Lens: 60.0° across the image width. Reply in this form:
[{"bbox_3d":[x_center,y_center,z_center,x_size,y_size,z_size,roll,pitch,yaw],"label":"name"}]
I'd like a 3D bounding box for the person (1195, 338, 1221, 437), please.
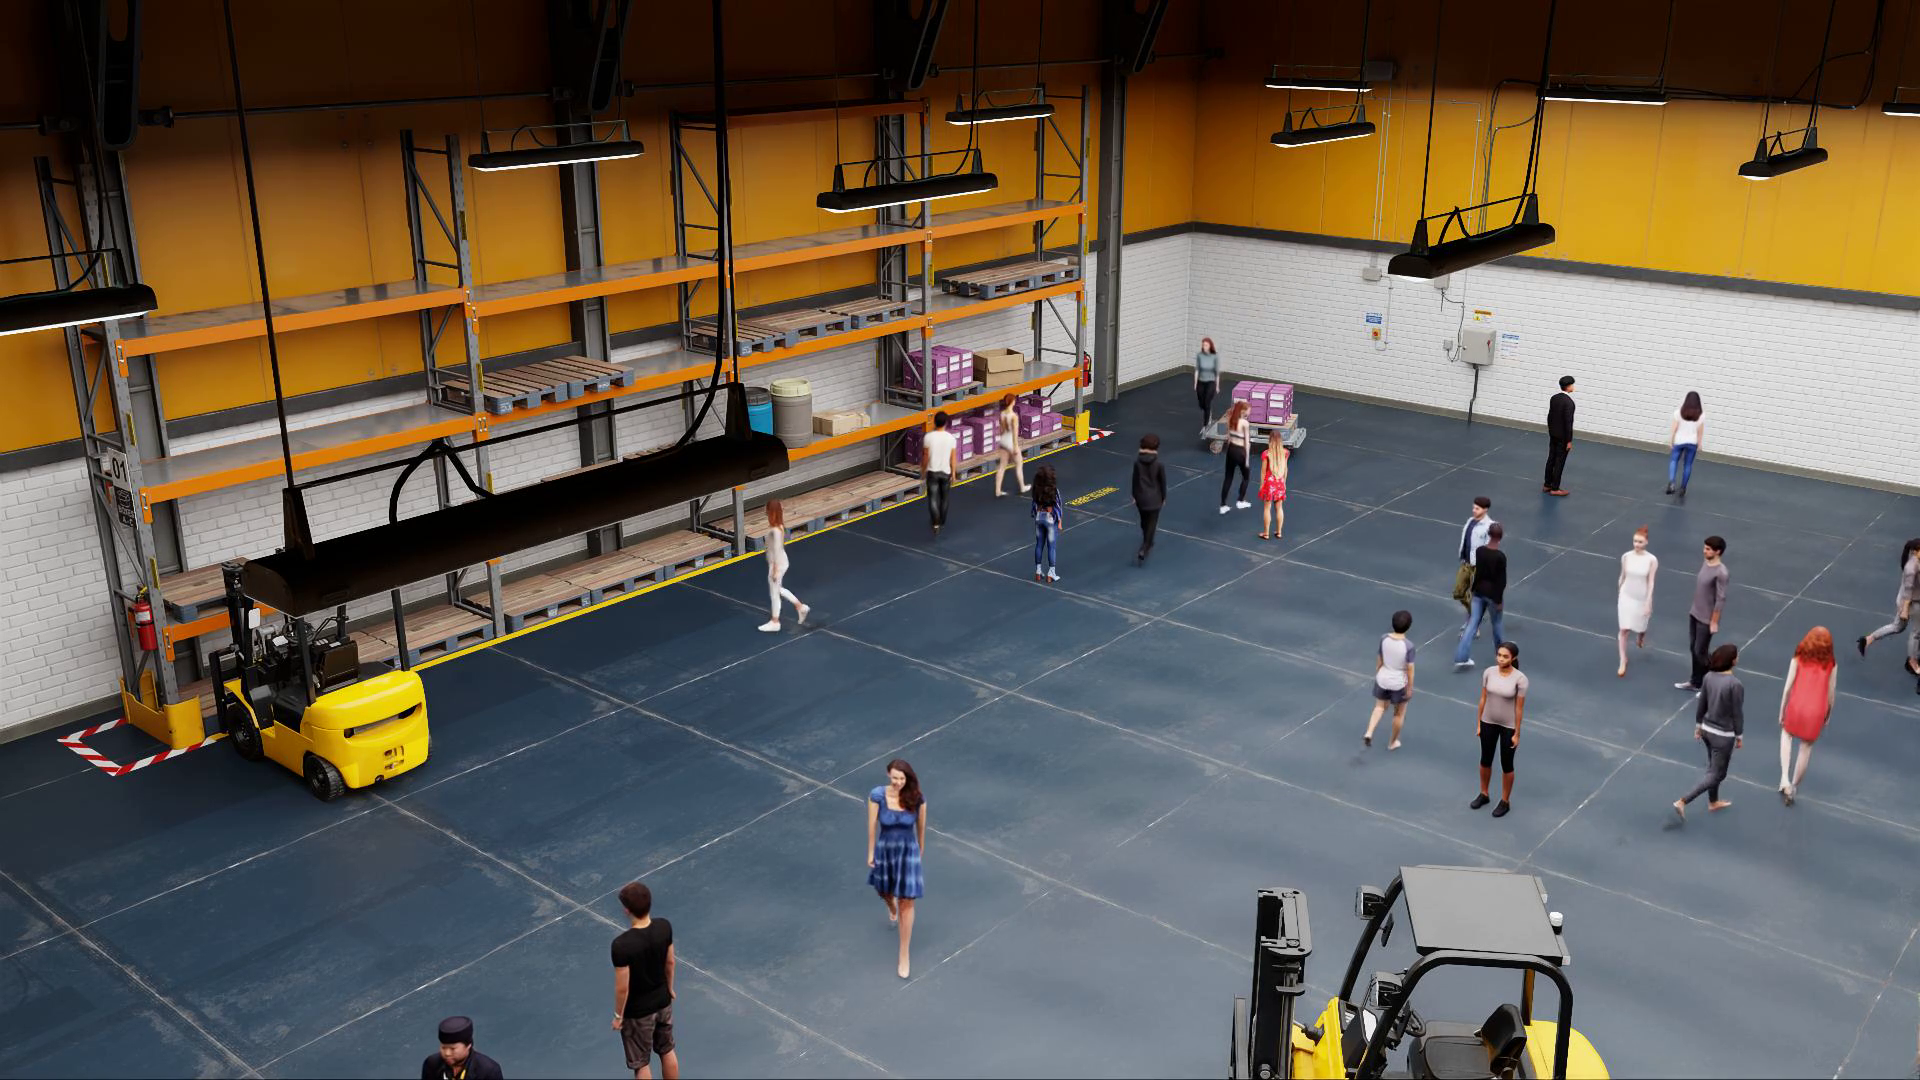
[{"bbox_3d":[4.366,-2.719,29.267,0.797,1.719,1.086,7,20,21],"label":"person"}]

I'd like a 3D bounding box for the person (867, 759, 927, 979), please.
[{"bbox_3d":[-0.522,2.575,13.461,1.075,1.774,1.219,1,19,3],"label":"person"}]

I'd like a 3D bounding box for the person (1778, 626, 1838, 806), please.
[{"bbox_3d":[8.101,1.720,15.939,0.671,1.811,0.684,9,20,24],"label":"person"}]

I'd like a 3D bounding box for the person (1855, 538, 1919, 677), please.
[{"bbox_3d":[10.815,0.744,19.112,0.759,1.637,0.981,11,22,30],"label":"person"}]

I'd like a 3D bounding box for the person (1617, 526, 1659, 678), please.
[{"bbox_3d":[7.762,0.695,19.041,0.609,1.774,0.917,13,23,35],"label":"person"}]

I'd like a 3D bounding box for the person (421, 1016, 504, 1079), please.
[{"bbox_3d":[-3.040,3.694,10.298,0.807,1.671,0.823,2,19,7],"label":"person"}]

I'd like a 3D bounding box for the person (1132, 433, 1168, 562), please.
[{"bbox_3d":[2.589,-0.564,22.818,0.861,1.750,1.192,7,20,21],"label":"person"}]

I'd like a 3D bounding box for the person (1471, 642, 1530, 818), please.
[{"bbox_3d":[5.166,1.779,15.869,0.578,1.745,0.511,15,24,38],"label":"person"}]

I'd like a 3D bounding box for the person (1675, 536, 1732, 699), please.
[{"bbox_3d":[8.330,0.840,18.501,0.849,1.843,0.761,0,19,0],"label":"person"}]

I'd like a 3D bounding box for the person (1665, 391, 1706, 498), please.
[{"bbox_3d":[11.142,-1.443,25.541,0.713,1.678,0.812,8,20,23],"label":"person"}]

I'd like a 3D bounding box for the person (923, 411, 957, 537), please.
[{"bbox_3d":[-0.313,-0.940,23.887,1.101,1.780,1.142,-2,19,-6],"label":"person"}]

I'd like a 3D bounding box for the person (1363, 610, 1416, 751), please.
[{"bbox_3d":[4.411,1.477,17.078,0.579,1.545,0.768,16,24,39],"label":"person"}]

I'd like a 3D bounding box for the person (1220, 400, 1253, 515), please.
[{"bbox_3d":[4.075,-1.211,24.768,0.879,1.733,0.728,-17,25,-41],"label":"person"}]

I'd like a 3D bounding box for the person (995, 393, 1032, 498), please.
[{"bbox_3d":[0.706,-1.433,25.611,0.602,1.615,0.902,17,25,42],"label":"person"}]

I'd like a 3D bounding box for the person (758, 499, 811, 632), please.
[{"bbox_3d":[-2.152,0.314,20.303,0.974,1.691,0.917,-2,19,-5],"label":"person"}]

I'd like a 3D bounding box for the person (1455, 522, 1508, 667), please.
[{"bbox_3d":[6.022,0.677,19.210,1.229,1.702,0.836,-11,22,-30],"label":"person"}]

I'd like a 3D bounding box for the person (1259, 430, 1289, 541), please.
[{"bbox_3d":[4.467,-0.789,23.735,0.649,1.592,0.723,-4,19,-11],"label":"person"}]

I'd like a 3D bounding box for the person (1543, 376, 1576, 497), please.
[{"bbox_3d":[9.298,-1.632,25.780,0.779,1.883,0.771,-5,19,-13],"label":"person"}]

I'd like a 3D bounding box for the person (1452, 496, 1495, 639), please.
[{"bbox_3d":[6.310,0.329,20.098,0.851,1.794,0.820,-7,20,-19],"label":"person"}]

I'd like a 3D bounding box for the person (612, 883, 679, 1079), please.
[{"bbox_3d":[-2.164,3.202,11.465,0.719,1.858,0.503,15,24,38],"label":"person"}]

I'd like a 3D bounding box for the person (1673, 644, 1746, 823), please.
[{"bbox_3d":[7.092,1.845,15.671,1.157,1.746,0.952,-7,20,-20],"label":"person"}]

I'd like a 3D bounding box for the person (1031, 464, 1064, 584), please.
[{"bbox_3d":[1.150,-0.233,22.059,0.623,1.607,0.570,12,22,32],"label":"person"}]
